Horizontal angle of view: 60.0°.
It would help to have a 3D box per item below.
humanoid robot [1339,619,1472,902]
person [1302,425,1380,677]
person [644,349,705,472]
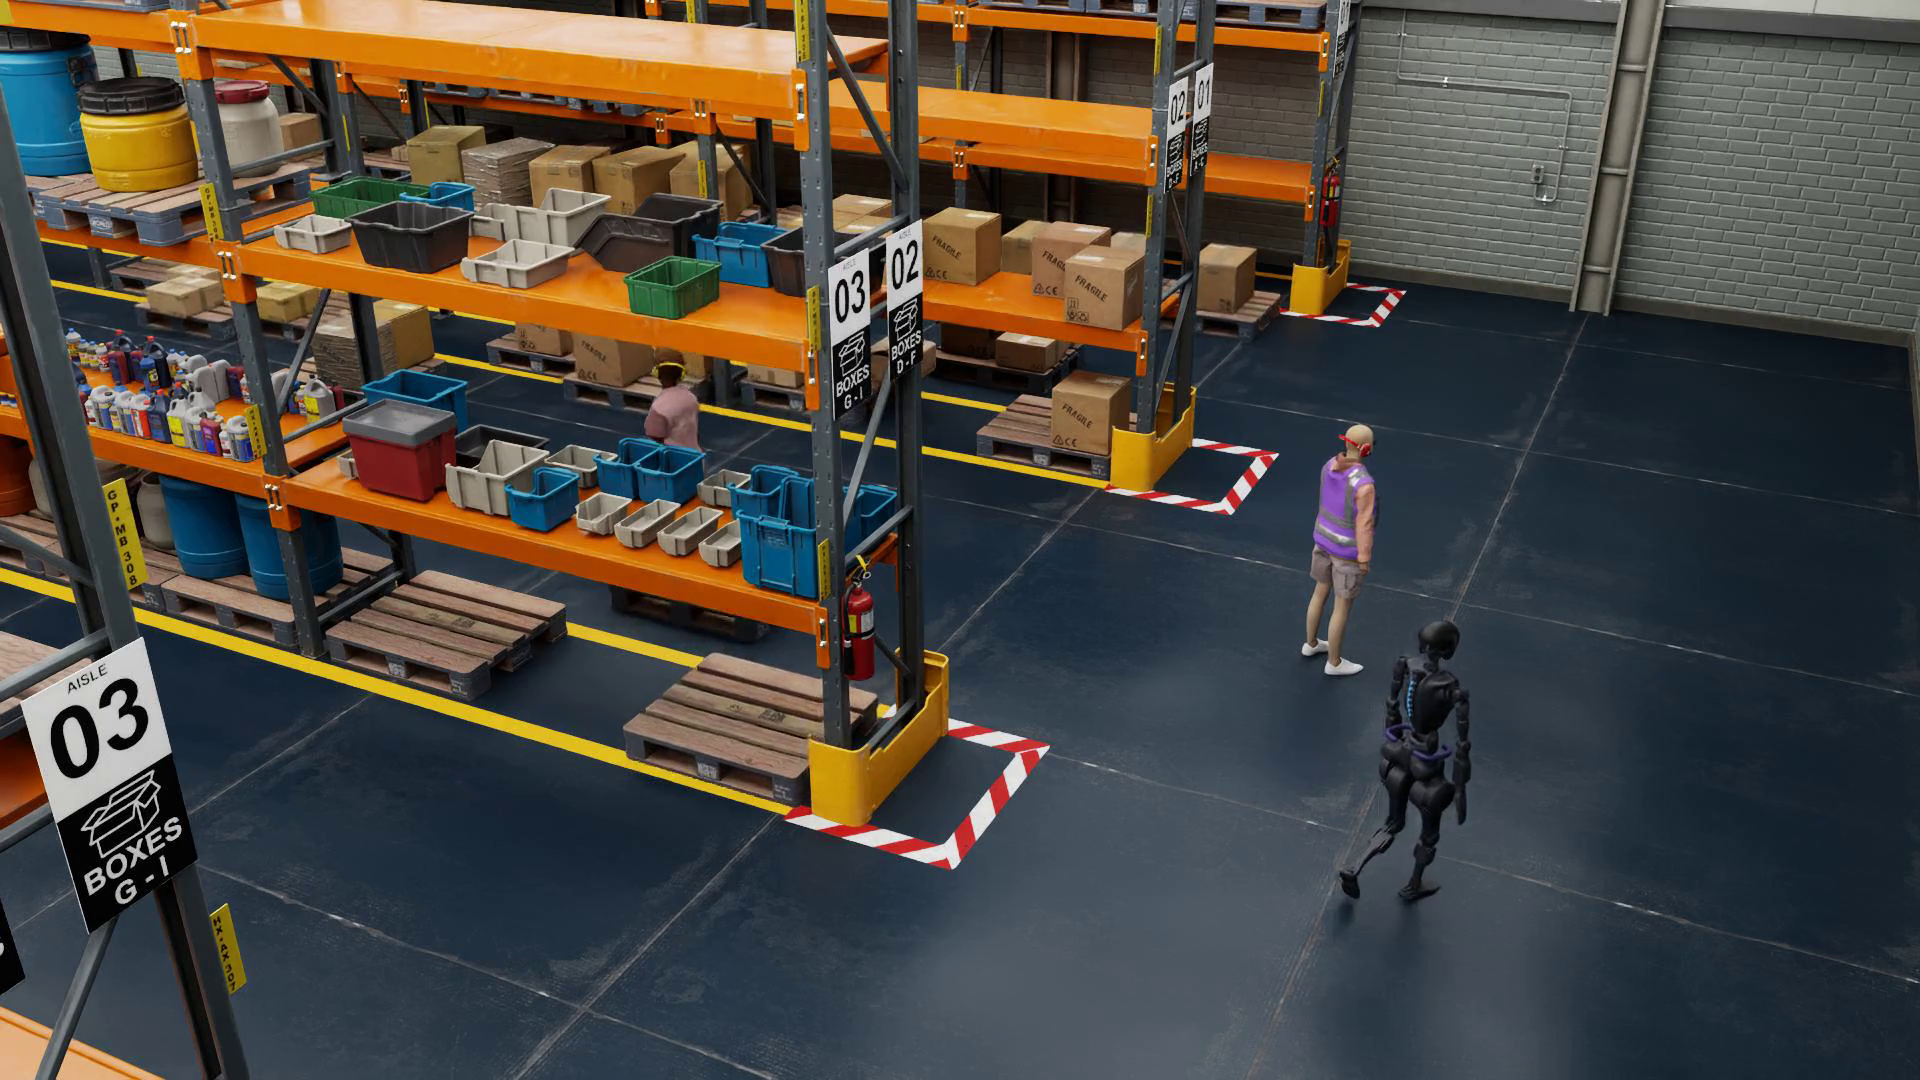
[{"bbox_3d":[2.274,1.155,8.383,0.531,1.635,0.585,-15,30,-28],"label":"humanoid robot"},{"bbox_3d":[2.431,0.059,10.584,0.345,1.688,0.489,-11,28,-21],"label":"person"},{"bbox_3d":[-1.914,-0.440,11.496,0.568,1.769,0.536,11,28,21],"label":"person"}]
